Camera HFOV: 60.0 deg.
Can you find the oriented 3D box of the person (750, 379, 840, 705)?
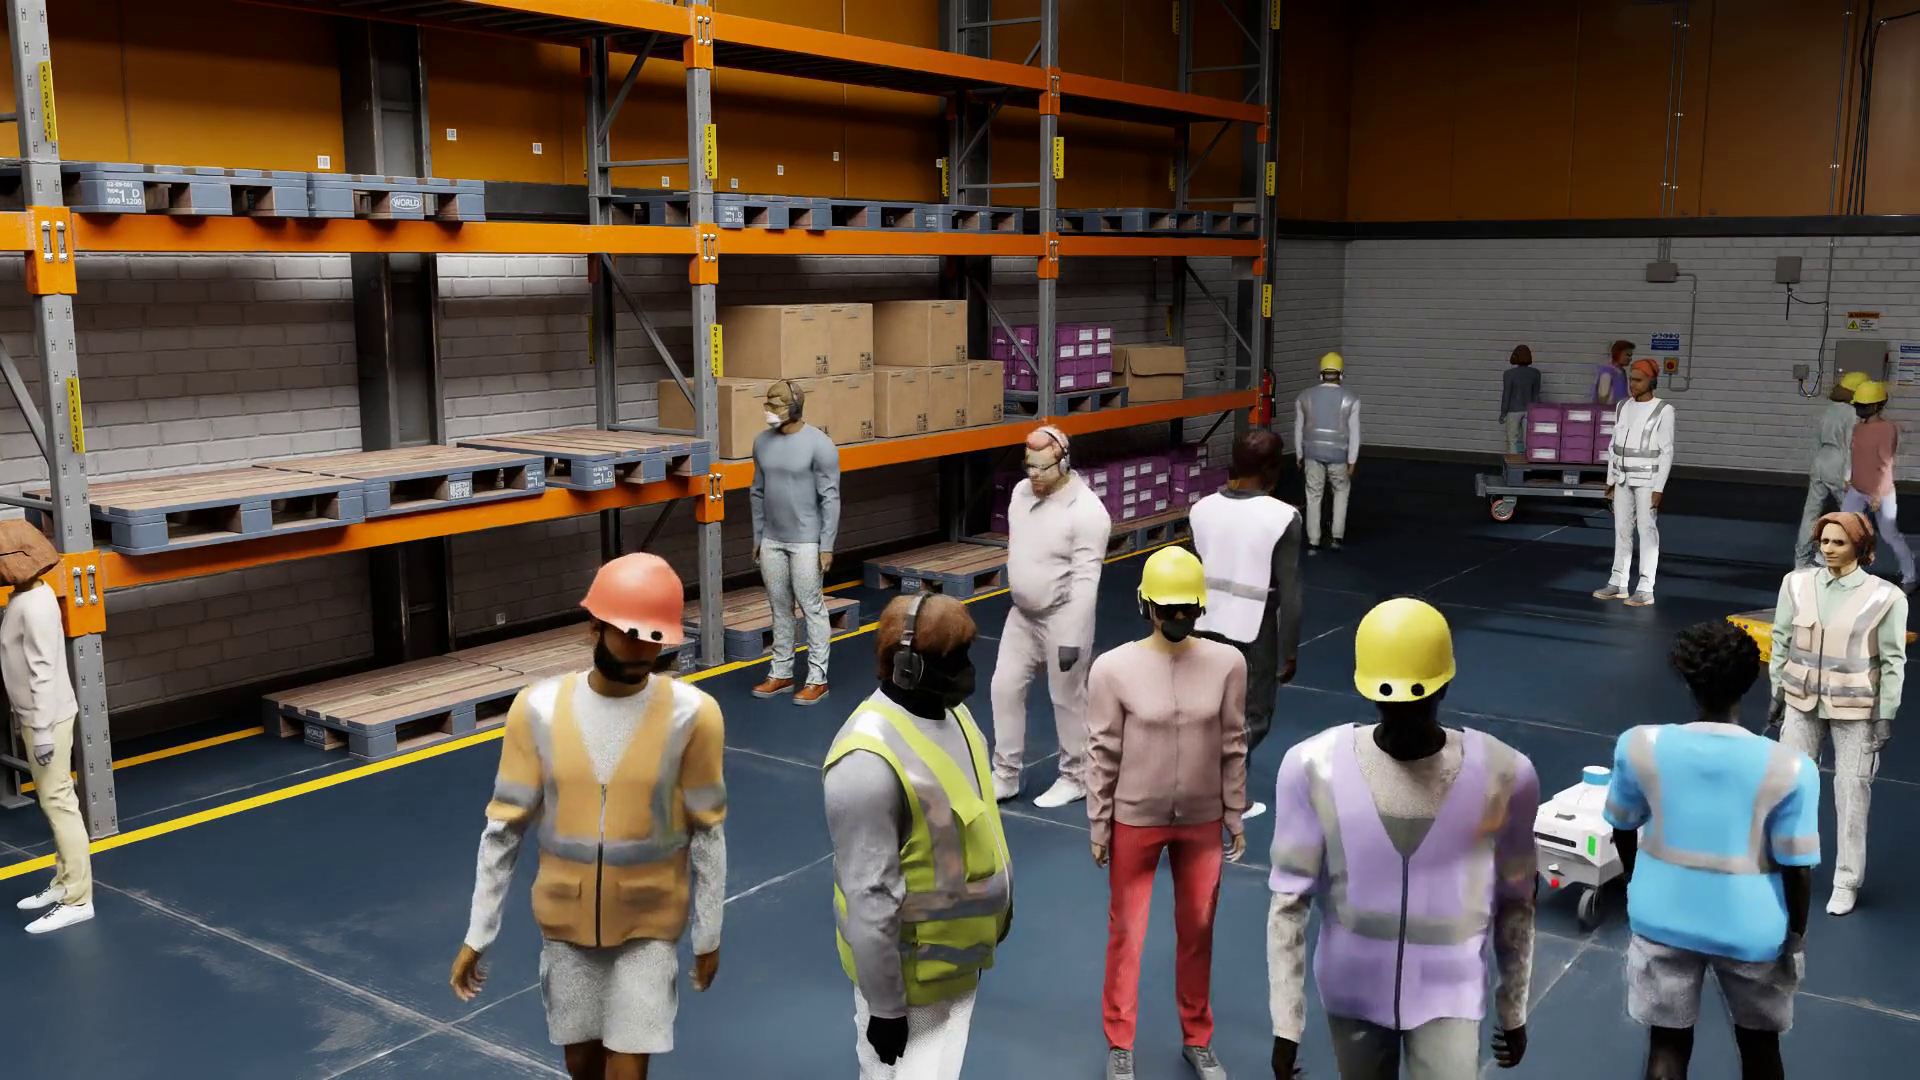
[{"bbox_3d":[-0.989,0.011,9.880,0.632,1.936,0.359,7,12,35],"label":"person"}]

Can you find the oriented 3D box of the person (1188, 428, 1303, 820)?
[{"bbox_3d":[1.229,0.441,7.506,0.771,1.897,0.604,-9,13,-42],"label":"person"}]

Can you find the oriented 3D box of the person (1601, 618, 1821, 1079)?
[{"bbox_3d":[2.010,1.042,4.513,0.551,1.672,0.570,5,11,29],"label":"person"}]

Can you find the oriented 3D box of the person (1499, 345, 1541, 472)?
[{"bbox_3d":[6.658,-1.504,19.804,0.505,1.633,0.279,-3,10,-16],"label":"person"}]

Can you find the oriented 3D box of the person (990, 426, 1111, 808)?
[{"bbox_3d":[0.352,0.394,7.829,0.750,1.864,0.707,-8,12,-38],"label":"person"}]

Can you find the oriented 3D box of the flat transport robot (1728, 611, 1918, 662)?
[{"bbox_3d":[5.742,0.616,11.229,1.431,0.197,0.652,-6,11,-30],"label":"flat transport robot"}]

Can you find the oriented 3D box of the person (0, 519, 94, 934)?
[{"bbox_3d":[-3.642,0.722,6.576,0.277,1.628,0.500,-6,11,-32],"label":"person"}]

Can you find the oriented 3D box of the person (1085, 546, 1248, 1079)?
[{"bbox_3d":[0.652,0.883,5.223,0.522,1.762,0.333,-2,10,-11],"label":"person"}]

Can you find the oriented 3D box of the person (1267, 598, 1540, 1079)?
[{"bbox_3d":[0.986,1.065,3.769,0.595,1.875,0.978,3,10,17],"label":"person"}]

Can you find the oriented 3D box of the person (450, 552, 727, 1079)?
[{"bbox_3d":[-0.925,0.970,4.256,0.665,1.905,0.590,0,10,0],"label":"person"}]

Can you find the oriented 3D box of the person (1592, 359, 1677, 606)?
[{"bbox_3d":[5.174,-0.440,12.730,0.355,1.882,0.576,-4,10,-24],"label":"person"}]

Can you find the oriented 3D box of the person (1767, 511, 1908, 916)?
[{"bbox_3d":[3.527,0.688,6.730,0.315,1.641,0.514,-7,12,-37],"label":"person"}]

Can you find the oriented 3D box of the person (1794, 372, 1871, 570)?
[{"bbox_3d":[7.301,-0.557,13.926,0.487,1.700,0.580,-2,10,-12],"label":"person"}]

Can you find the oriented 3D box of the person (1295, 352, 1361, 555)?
[{"bbox_3d":[3.310,-0.780,14.978,0.605,1.810,0.641,4,10,20],"label":"person"}]

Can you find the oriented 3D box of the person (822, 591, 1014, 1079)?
[{"bbox_3d":[-0.084,1.033,4.083,0.429,1.844,0.627,3,10,18],"label":"person"}]

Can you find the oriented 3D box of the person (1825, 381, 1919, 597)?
[{"bbox_3d":[7.120,-0.385,12.954,0.938,1.716,0.527,-1,10,-8],"label":"person"}]

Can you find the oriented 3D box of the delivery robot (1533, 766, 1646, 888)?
[{"bbox_3d":[2.592,1.170,6.807,0.707,0.478,0.477,-9,13,-44],"label":"delivery robot"}]

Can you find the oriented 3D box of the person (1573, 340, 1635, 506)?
[{"bbox_3d":[6.972,-1.204,17.552,0.957,1.784,0.598,5,11,30],"label":"person"}]
